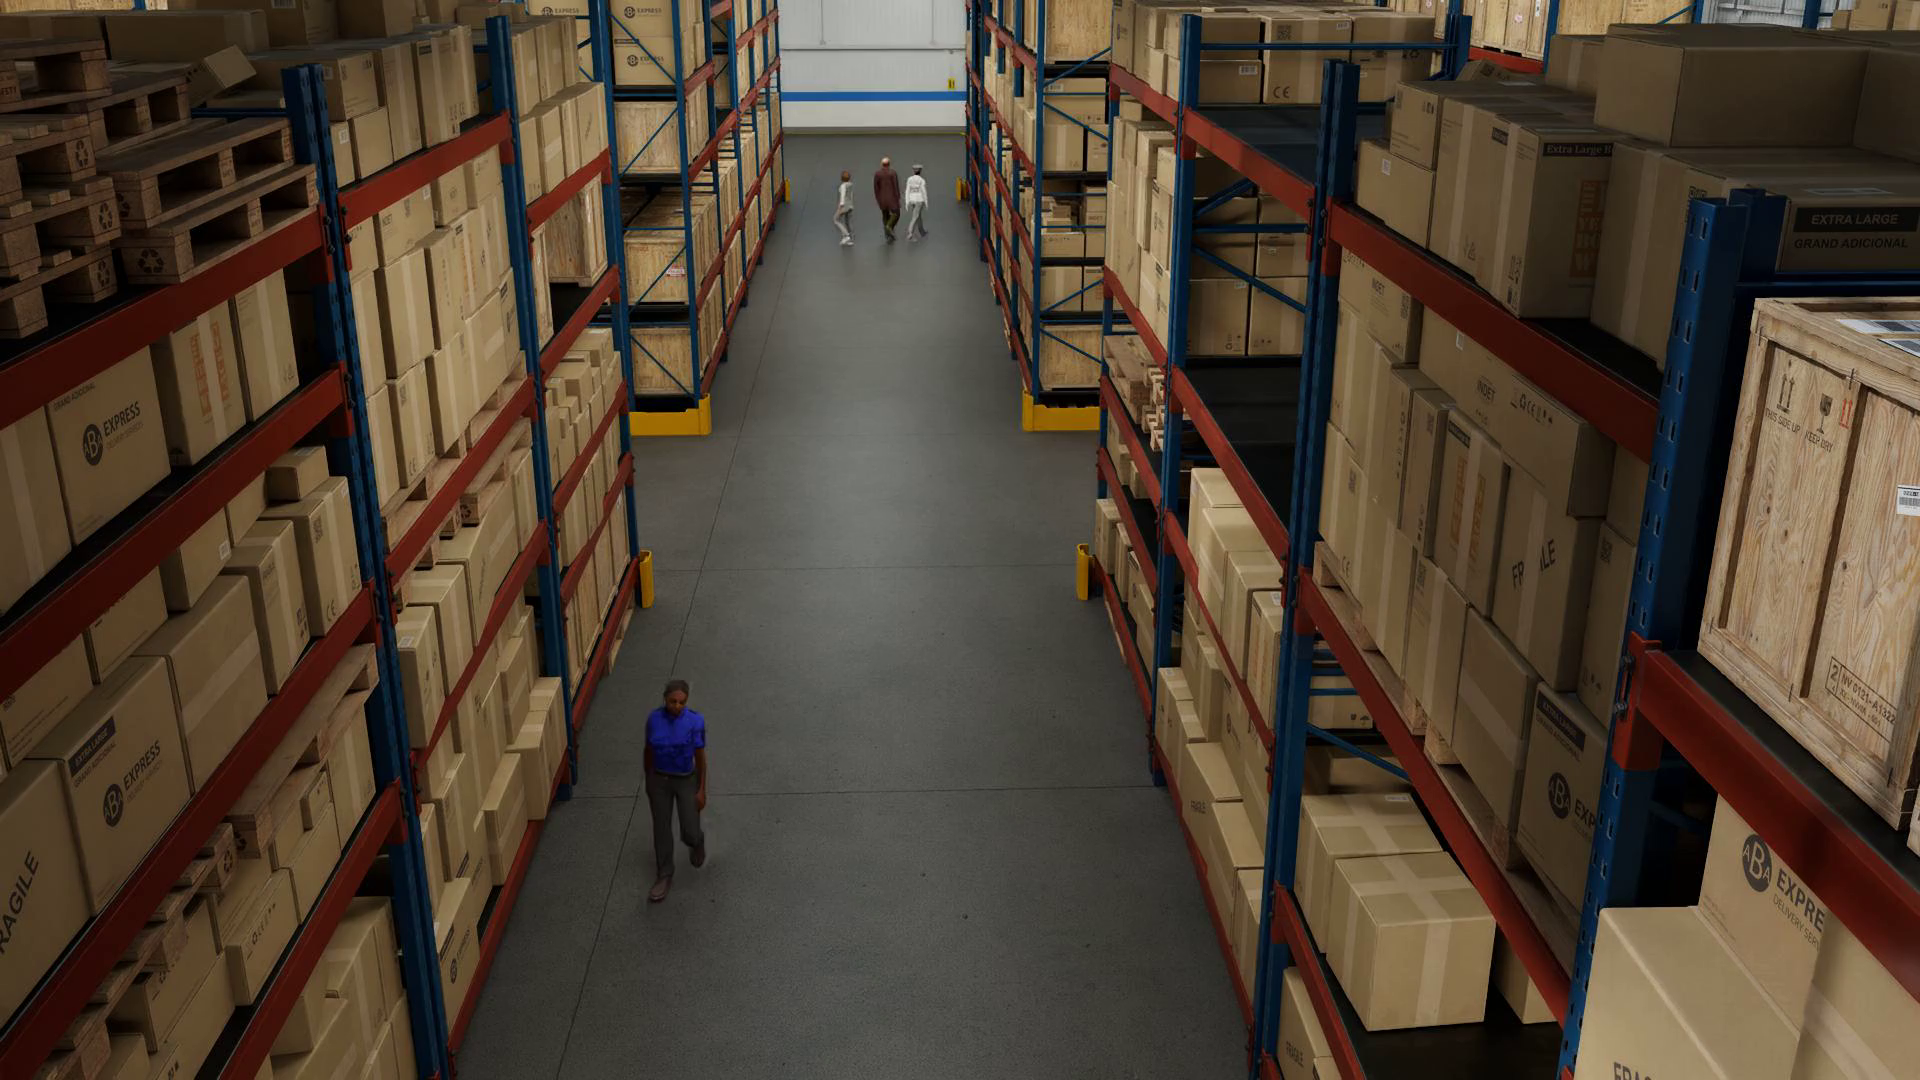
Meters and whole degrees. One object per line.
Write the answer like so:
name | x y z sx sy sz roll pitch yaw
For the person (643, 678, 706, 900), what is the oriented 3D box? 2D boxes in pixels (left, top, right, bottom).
person | -2.037 1.748 11.938 0.472 1.654 0.548 3 21 8

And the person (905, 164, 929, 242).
person | -0.898 -7.406 36.468 0.466 1.630 0.916 18 27 39

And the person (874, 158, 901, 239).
person | -1.583 -7.479 36.467 0.620 1.777 0.713 7 22 19

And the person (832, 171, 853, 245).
person | -2.504 -7.158 35.885 0.391 1.595 0.446 10 23 25
